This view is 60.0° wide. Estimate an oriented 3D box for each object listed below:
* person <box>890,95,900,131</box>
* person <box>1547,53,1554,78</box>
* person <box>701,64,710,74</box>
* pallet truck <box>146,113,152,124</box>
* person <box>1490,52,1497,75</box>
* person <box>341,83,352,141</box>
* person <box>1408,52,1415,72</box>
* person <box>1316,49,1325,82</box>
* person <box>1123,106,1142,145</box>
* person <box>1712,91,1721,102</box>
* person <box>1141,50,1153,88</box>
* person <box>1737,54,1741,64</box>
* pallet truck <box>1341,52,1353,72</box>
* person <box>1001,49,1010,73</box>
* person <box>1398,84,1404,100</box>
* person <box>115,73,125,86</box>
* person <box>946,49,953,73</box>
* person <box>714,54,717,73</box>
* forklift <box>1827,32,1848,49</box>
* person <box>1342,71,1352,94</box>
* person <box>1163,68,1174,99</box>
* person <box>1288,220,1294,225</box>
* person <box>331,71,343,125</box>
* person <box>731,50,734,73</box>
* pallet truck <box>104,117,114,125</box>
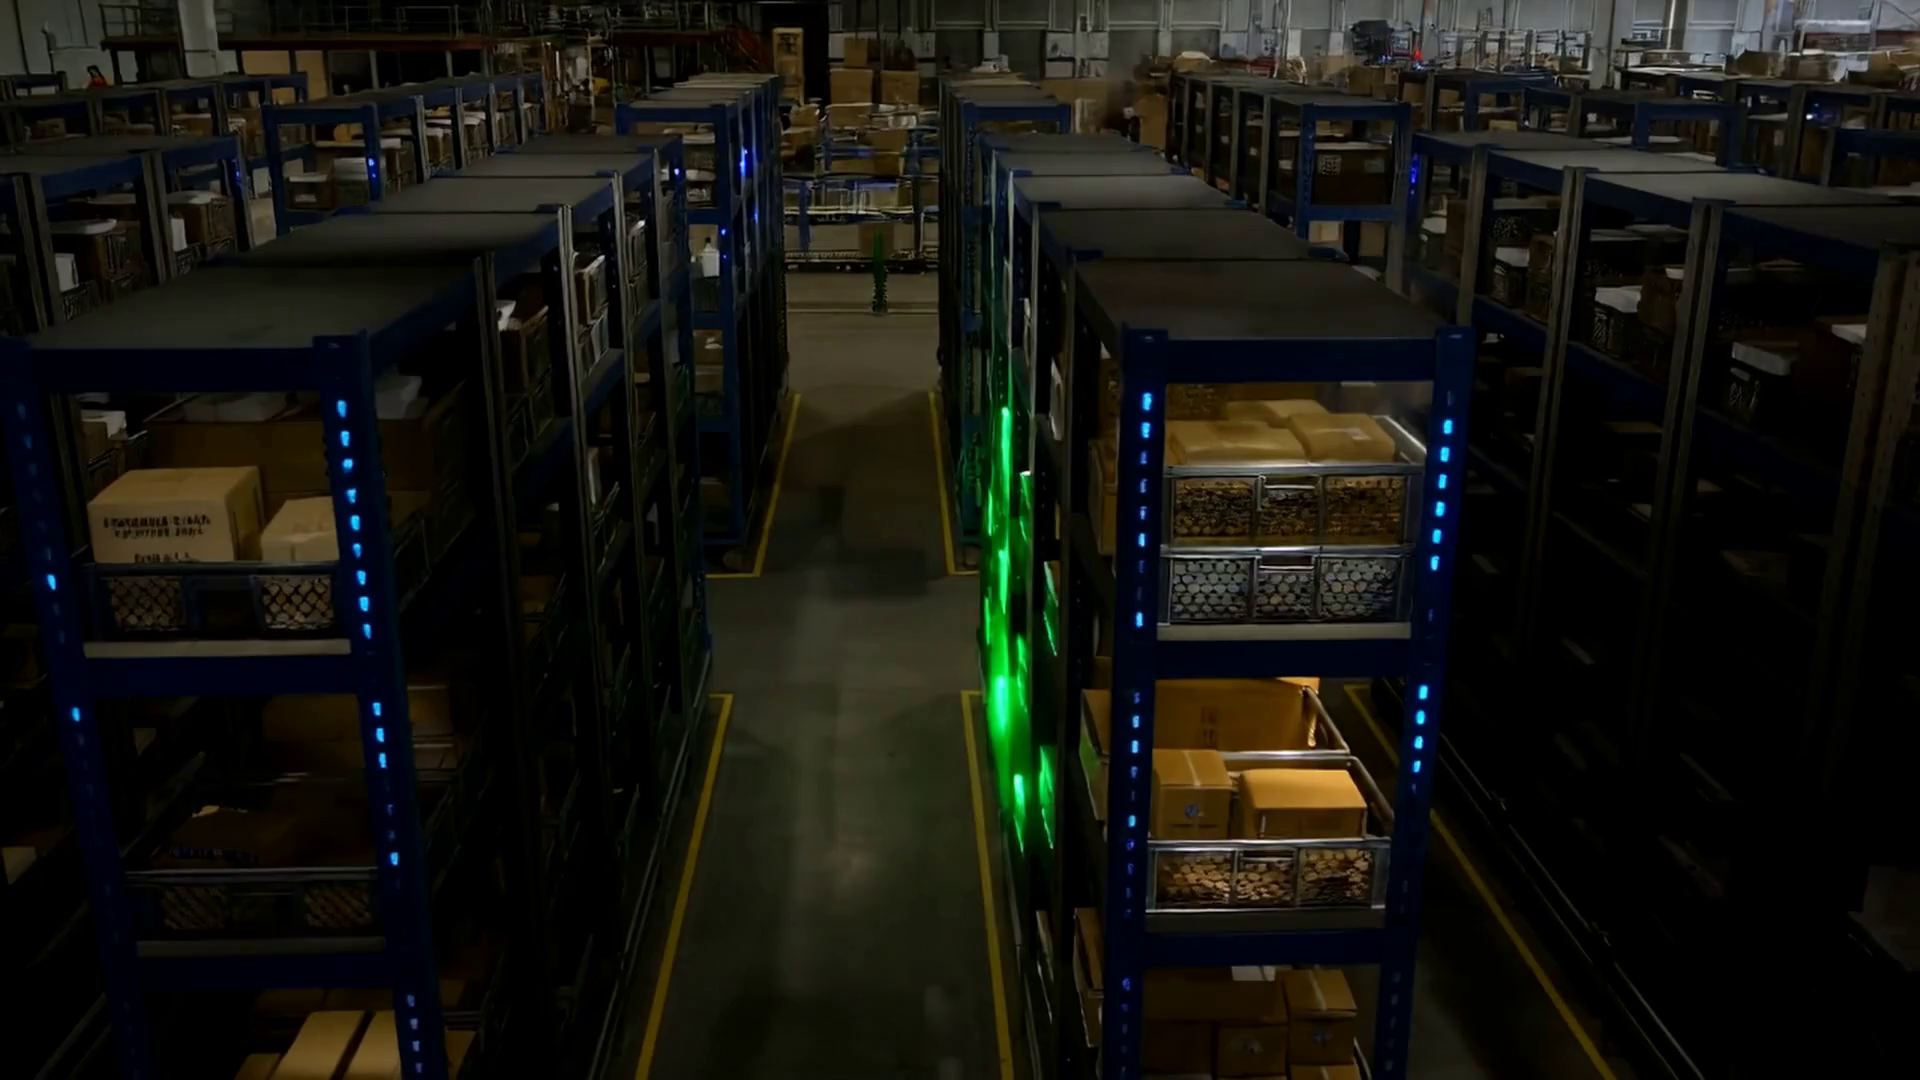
[{"bbox_3d":[-1.848,-11.844,47.693,0.305,1.772,0.527,-1,18,-2],"label":"person"},{"bbox_3d":[31.258,-24.881,88.081,0.295,1.744,0.488,-1,18,-2],"label":"person"},{"bbox_3d":[-9.855,-17.458,64.630,0.376,2.043,0.609,-1,18,-2],"label":"person"},{"bbox_3d":[-18.087,-8.309,36.390,1.885,1.965,0.823,-1,18,-4],"label":"pallet truck"},{"bbox_3d":[27.936,-24.562,86.970,0.535,1.817,0.548,-2,18,-5],"label":"person"},{"bbox_3d":[-19.320,-13.470,52.540,0.353,1.884,0.577,-1,18,-2],"label":"person"},{"bbox_3d":[23.248,-24.186,85.727,0.326,1.871,0.520,-1,18,-2],"label":"person"},{"bbox_3d":[18.854,-24.646,86.946,0.374,1.997,0.614,-1,18,-2],"label":"person"},{"bbox_3d":[4.312,-9.967,41.806,0.918,1.820,0.544,9,20,25],"label":"person"},{"bbox_3d":[22.881,-12.776,50.302,0.351,1.942,0.547,-1,18,-2],"label":"person"},{"bbox_3d":[9.847,-24.760,87.458,0.871,1.889,0.619,7,19,22],"label":"person"},{"bbox_3d":[37.329,-22.325,79.856,0.370,1.939,0.631,-1,18,-2],"label":"person"},{"bbox_3d":[18.794,-23.123,82.231,0.823,1.965,1.885,-13,22,-35],"label":"pallet truck"},{"bbox_3d":[2.530,-26.229,92.116,0.454,1.827,0.652,16,24,40],"label":"person"},{"bbox_3d":[17.205,-17.454,65.171,0.318,1.696,0.537,-1,18,-2],"label":"person"},{"bbox_3d":[-29.707,-15.595,59.050,0.368,1.927,0.589,-1,18,-2],"label":"person"},{"bbox_3d":[-0.561,-24.610,86.839,0.381,1.994,0.614,-1,18,-2],"label":"person"},{"bbox_3d":[-12.708,-24.474,86.796,0.424,1.750,0.552,-11,21,-31],"label":"person"},{"bbox_3d":[46.023,-25.321,87.619,1.129,2.768,1.873,-1,18,-2],"label":"forklift"},{"bbox_3d":[13.980,-15.973,60.200,0.370,1.940,0.631,-1,18,-2],"label":"person"},{"bbox_3d":[7.670,-16.135,60.538,0.535,2.000,0.709,3,18,10],"label":"person"},{"bbox_3d":[3.814,-2.766,19.384,0.408,1.908,0.644,-1,18,-2],"label":"person"},{"bbox_3d":[-22.869,-16.108,60.713,0.633,1.912,0.570,-3,18,-9],"label":"person"},{"bbox_3d":[-12.737,-26.734,93.496,0.351,1.942,0.547,-1,18,-2],"label":"person"},{"bbox_3d":[-18.367,-7.885,35.078,1.885,1.965,0.823,1,18,2],"label":"pallet truck"}]
